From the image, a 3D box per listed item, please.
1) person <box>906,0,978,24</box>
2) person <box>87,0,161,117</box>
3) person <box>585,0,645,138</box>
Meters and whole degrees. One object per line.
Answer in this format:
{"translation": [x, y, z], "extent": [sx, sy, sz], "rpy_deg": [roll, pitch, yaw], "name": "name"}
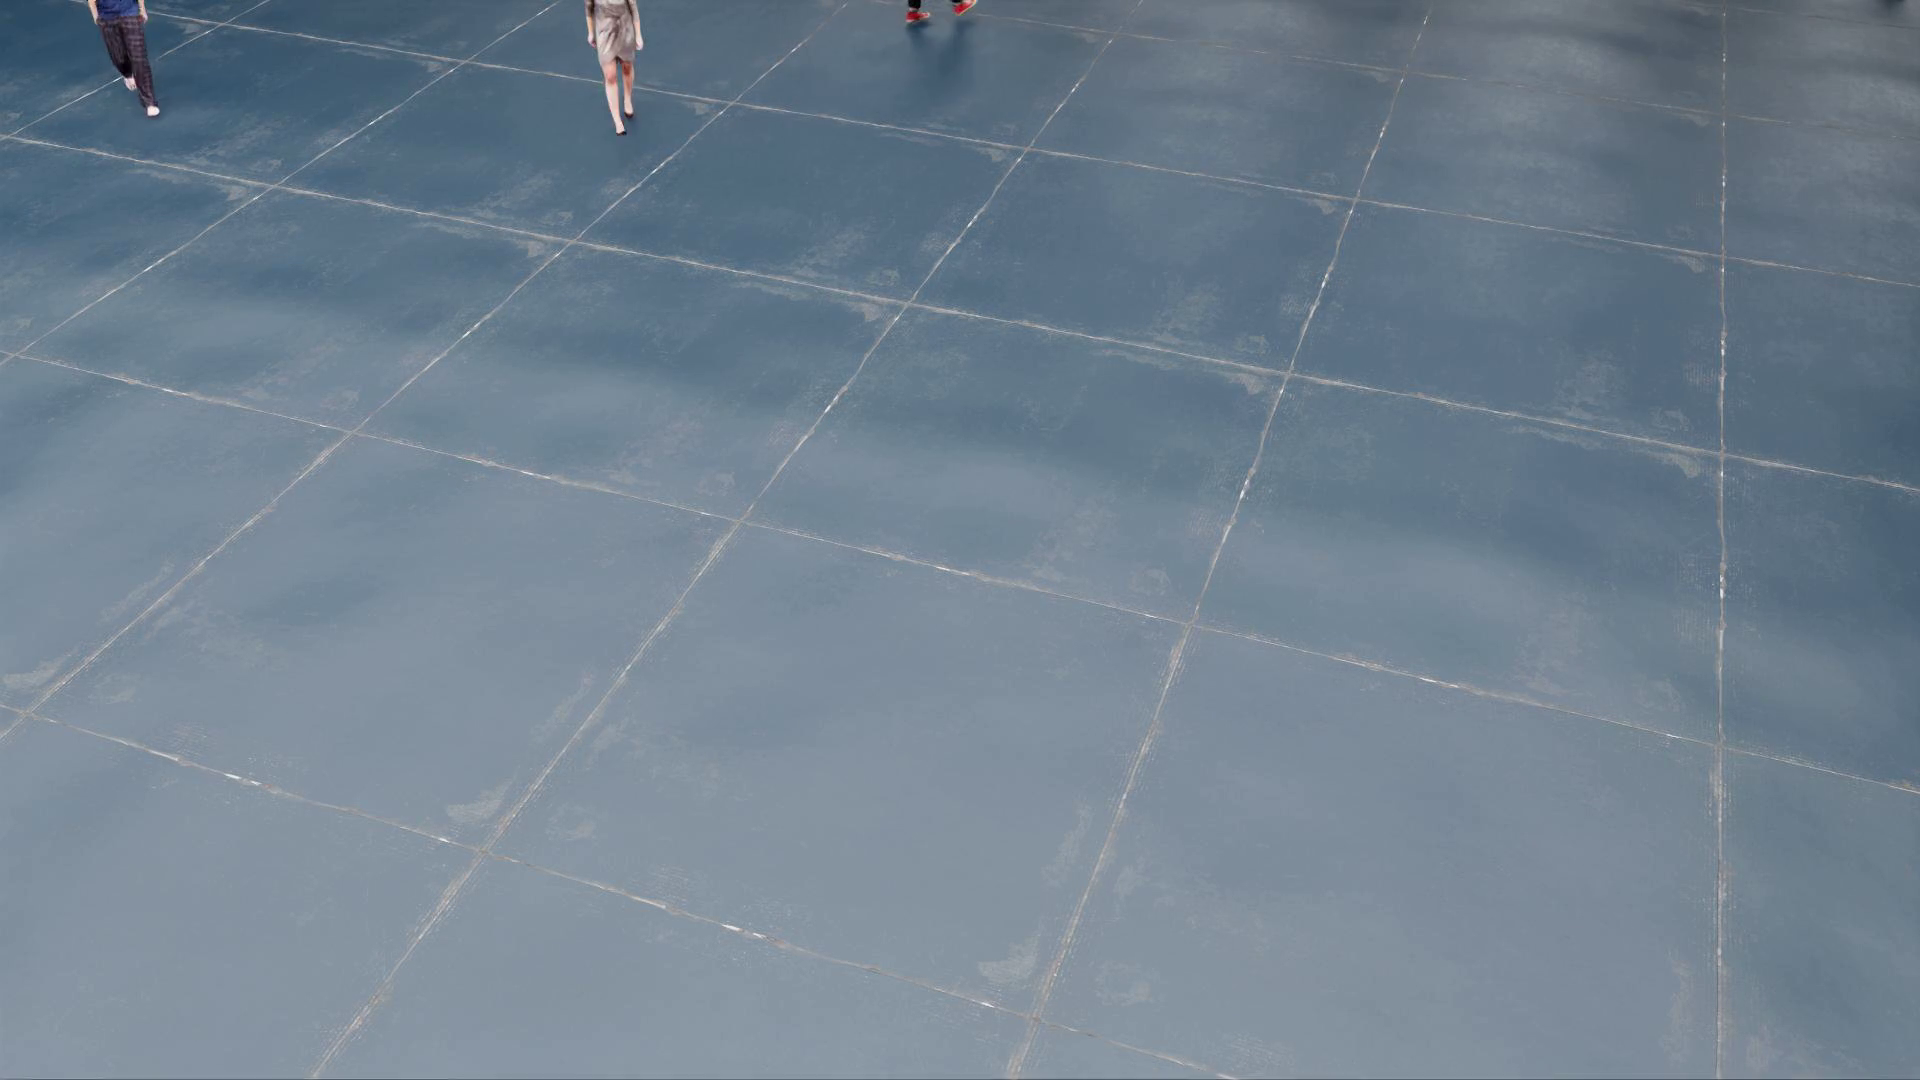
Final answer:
{"translation": [-0.359, -6.189, 17.172], "extent": [1.148, 1.723, 0.983], "rpy_deg": [-26, 45, -29], "name": "person"}
{"translation": [-7.798, -4.896, 15.414], "extent": [0.985, 1.851, 1.037], "rpy_deg": [-17, 41, -21], "name": "person"}
{"translation": [-3.132, -4.587, 15.144], "extent": [0.997, 1.698, 1.173], "rpy_deg": [-7, 39, -9], "name": "person"}
